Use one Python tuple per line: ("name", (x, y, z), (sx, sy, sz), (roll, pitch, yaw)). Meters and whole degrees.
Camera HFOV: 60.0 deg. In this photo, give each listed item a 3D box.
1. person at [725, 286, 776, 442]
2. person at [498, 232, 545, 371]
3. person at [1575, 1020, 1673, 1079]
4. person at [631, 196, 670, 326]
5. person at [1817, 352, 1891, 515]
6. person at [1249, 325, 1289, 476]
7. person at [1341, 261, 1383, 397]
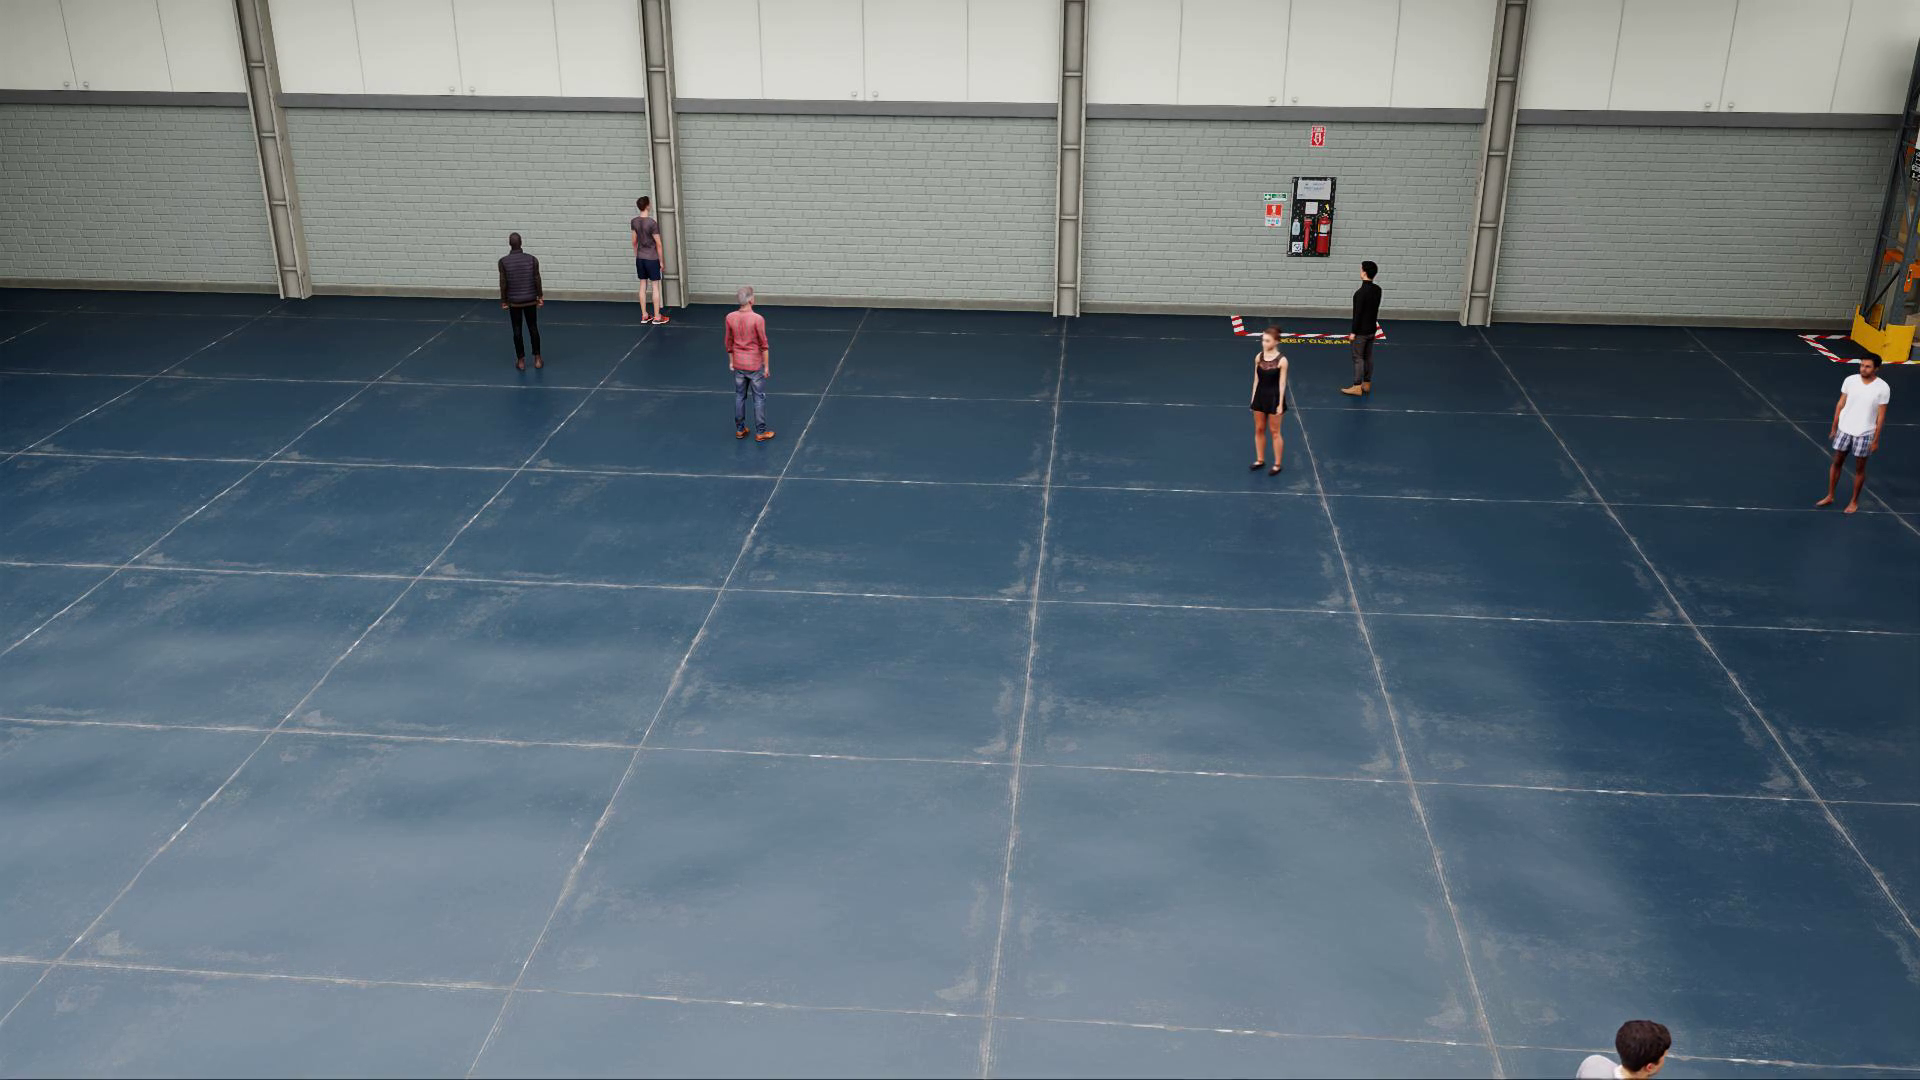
("person", (-2.485, -2.080, 19.544), (0.597, 1.830, 0.810), (9, 25, 20))
("person", (-5.837, -3.188, 22.144), (0.663, 1.835, 0.836), (-8, 24, -17))
("person", (2.957, 2.970, 7.553), (0.805, 1.922, 0.839), (-9, 25, -20))
("person", (-4.542, -4.071, 24.198), (0.606, 1.853, 0.768), (10, 25, 22))
("person", (9.434, -1.148, 17.482), (0.768, 1.729, 0.707), (-18, 29, -36))
("person", (3.458, -1.567, 18.539), (0.684, 1.673, 0.755), (20, 30, 39))
("person", (5.139, -2.700, 21.141), (0.717, 1.722, 0.773), (-19, 29, -37))
